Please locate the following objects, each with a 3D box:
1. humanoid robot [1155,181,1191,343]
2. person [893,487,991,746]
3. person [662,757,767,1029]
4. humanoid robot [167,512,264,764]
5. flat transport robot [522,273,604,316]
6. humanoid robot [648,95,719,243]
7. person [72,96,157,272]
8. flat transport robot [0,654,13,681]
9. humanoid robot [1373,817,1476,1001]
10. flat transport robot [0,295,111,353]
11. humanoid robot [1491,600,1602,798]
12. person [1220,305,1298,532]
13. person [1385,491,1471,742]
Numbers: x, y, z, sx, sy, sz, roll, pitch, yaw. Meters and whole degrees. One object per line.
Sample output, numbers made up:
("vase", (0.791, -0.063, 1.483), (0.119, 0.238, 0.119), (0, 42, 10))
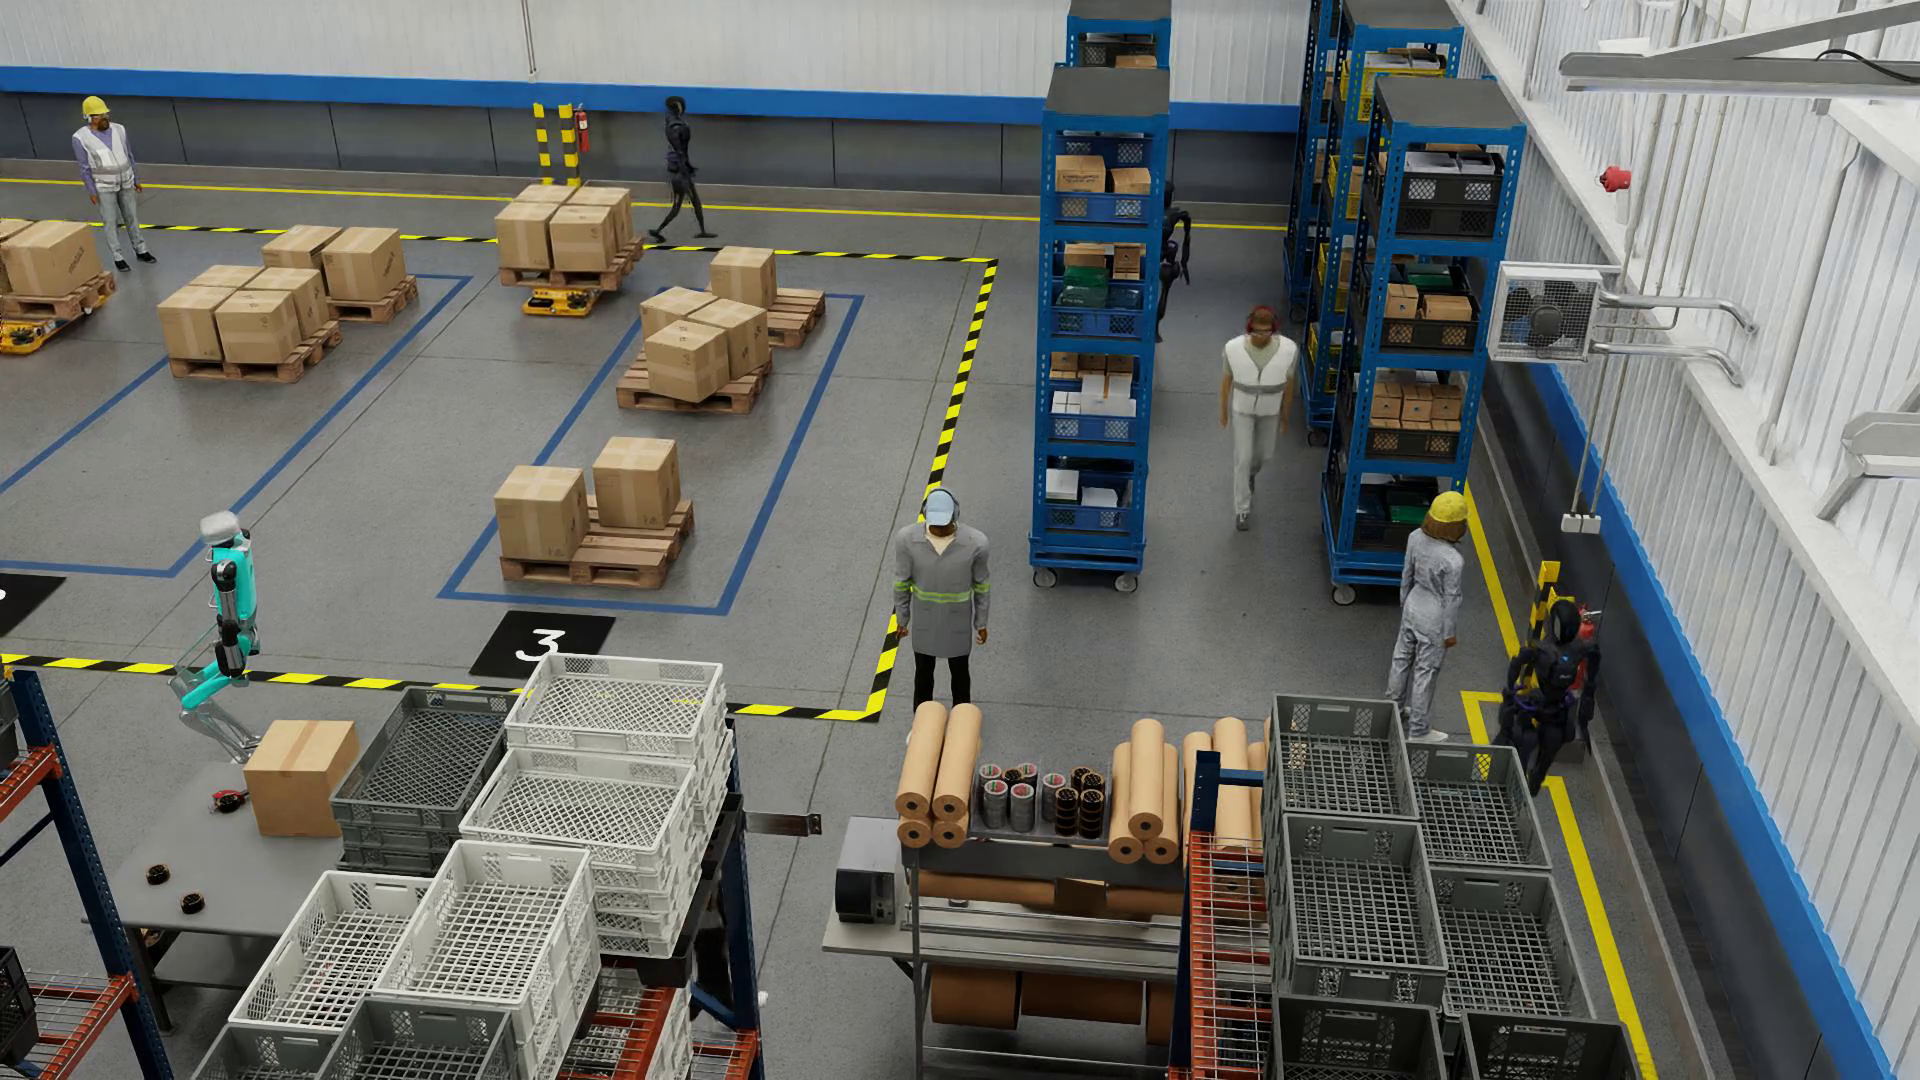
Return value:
("humanoid robot", (1.889, -2.640, 15.818), (0.584, 1.643, 0.413), (-1, 30, -1))
("person", (-0.117, 0.493, 10.253), (0.598, 1.850, 0.392), (3, 30, 6))
("person", (-1.302, 1.804, 8.017), (0.806, 1.833, 0.528), (-27, 39, -38))
("humanoid robot", (-4.519, 0.627, 10.009), (0.735, 1.672, 0.533), (-5, 31, -9))
("flat transport robot", (-4.003, -2.695, 17.274), (0.652, 0.197, 1.431), (3, 30, 6))
("humanoid robot", (-3.118, -4.088, 18.333), (0.741, 1.641, 0.600), (-2, 30, -4))
("person", (-8.957, -3.776, 17.599), (0.404, 1.837, 0.589), (20, 35, 30))
("flat transport robot", (-7.142, 0.969, 11.010), (1.431, 0.231, 0.659), (3, 30, 6))
("humanoid robot", (2.336, 1.828, 8.170), (0.613, 1.622, 0.774), (2, 30, 4))
("flat transport robot", (-9.137, -2.240, 16.493), (0.652, 0.197, 1.431), (3, 30, 6))
("humanoid robot", (3.326, 1.053, 9.467), (0.587, 1.649, 0.462), (-4, 30, -7))
("person", (2.281, -1.034, 12.914), (0.565, 1.810, 0.782), (1, 30, 2))
("person", (2.938, 0.475, 10.390), (0.302, 1.744, 0.483), (-12, 32, -20))
